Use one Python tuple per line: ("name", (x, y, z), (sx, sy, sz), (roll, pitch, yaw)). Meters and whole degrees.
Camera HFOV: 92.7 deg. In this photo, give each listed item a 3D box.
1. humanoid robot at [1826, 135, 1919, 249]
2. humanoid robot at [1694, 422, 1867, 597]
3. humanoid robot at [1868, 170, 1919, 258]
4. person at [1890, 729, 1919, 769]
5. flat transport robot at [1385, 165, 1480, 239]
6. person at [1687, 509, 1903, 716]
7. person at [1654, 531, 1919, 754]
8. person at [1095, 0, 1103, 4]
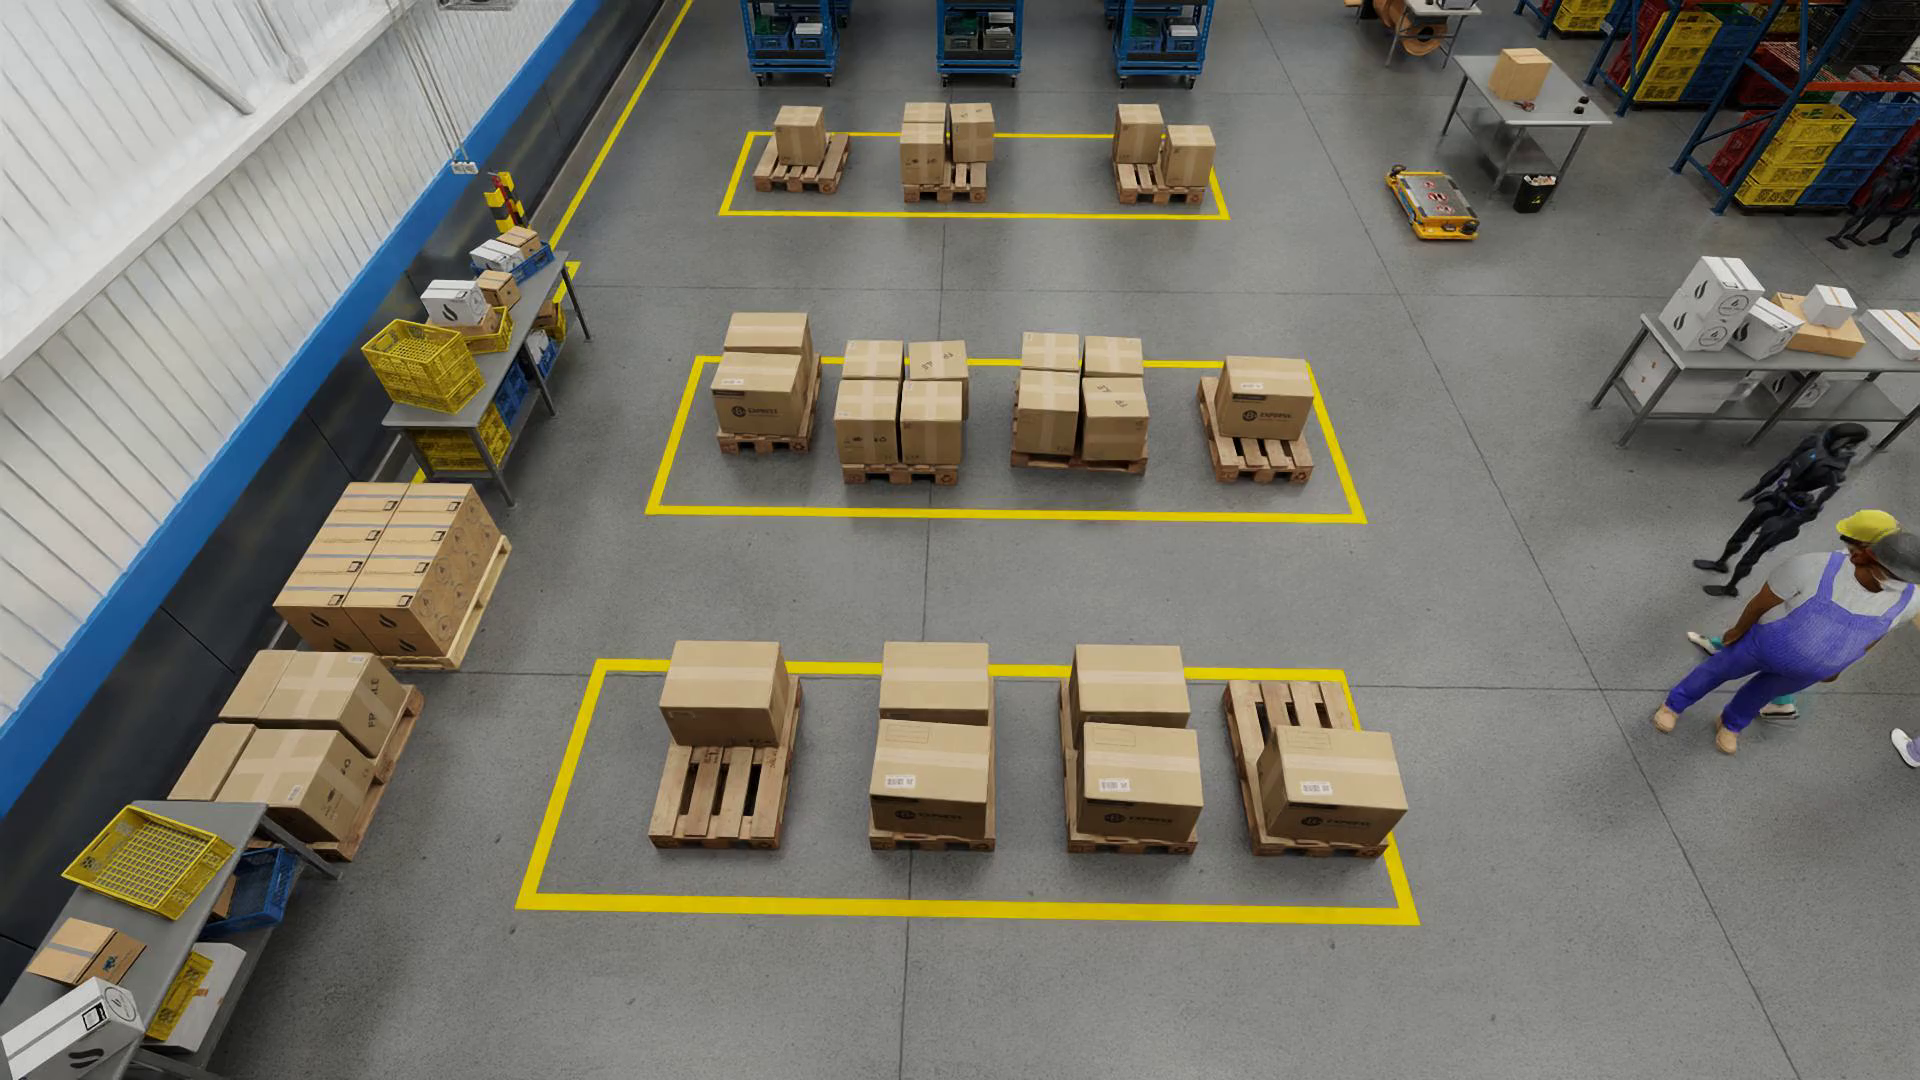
("humanoid robot", (10.325, -3.973, 10.042), (0.568, 1.654, 0.337), (-8, 50, -7))
("humanoid robot", (6.068, -0.229, 6.797), (0.360, 1.647, 0.570), (8, 50, 7))
("humanoid robot", (10.717, -3.906, 9.981), (0.340, 1.651, 0.576), (-17, 51, -14))
("person", (6.721, 0.870, 5.684), (0.591, 1.925, 0.382), (18, 51, 15))
("flat transport robot", (5.692, -4.094, 11.059), (0.652, 0.197, 1.431), (1, 49, 1))
("person", (5.706, 0.485, 6.144), (0.525, 1.725, 0.749), (-26, 54, -21))
("person", (5.251, 0.684, 5.770), (0.681, 2.000, 0.537), (21, 52, 17))
("person", (2.496, -9.845, 14.987), (0.338, 1.881, 0.580), (22, 53, 18))
